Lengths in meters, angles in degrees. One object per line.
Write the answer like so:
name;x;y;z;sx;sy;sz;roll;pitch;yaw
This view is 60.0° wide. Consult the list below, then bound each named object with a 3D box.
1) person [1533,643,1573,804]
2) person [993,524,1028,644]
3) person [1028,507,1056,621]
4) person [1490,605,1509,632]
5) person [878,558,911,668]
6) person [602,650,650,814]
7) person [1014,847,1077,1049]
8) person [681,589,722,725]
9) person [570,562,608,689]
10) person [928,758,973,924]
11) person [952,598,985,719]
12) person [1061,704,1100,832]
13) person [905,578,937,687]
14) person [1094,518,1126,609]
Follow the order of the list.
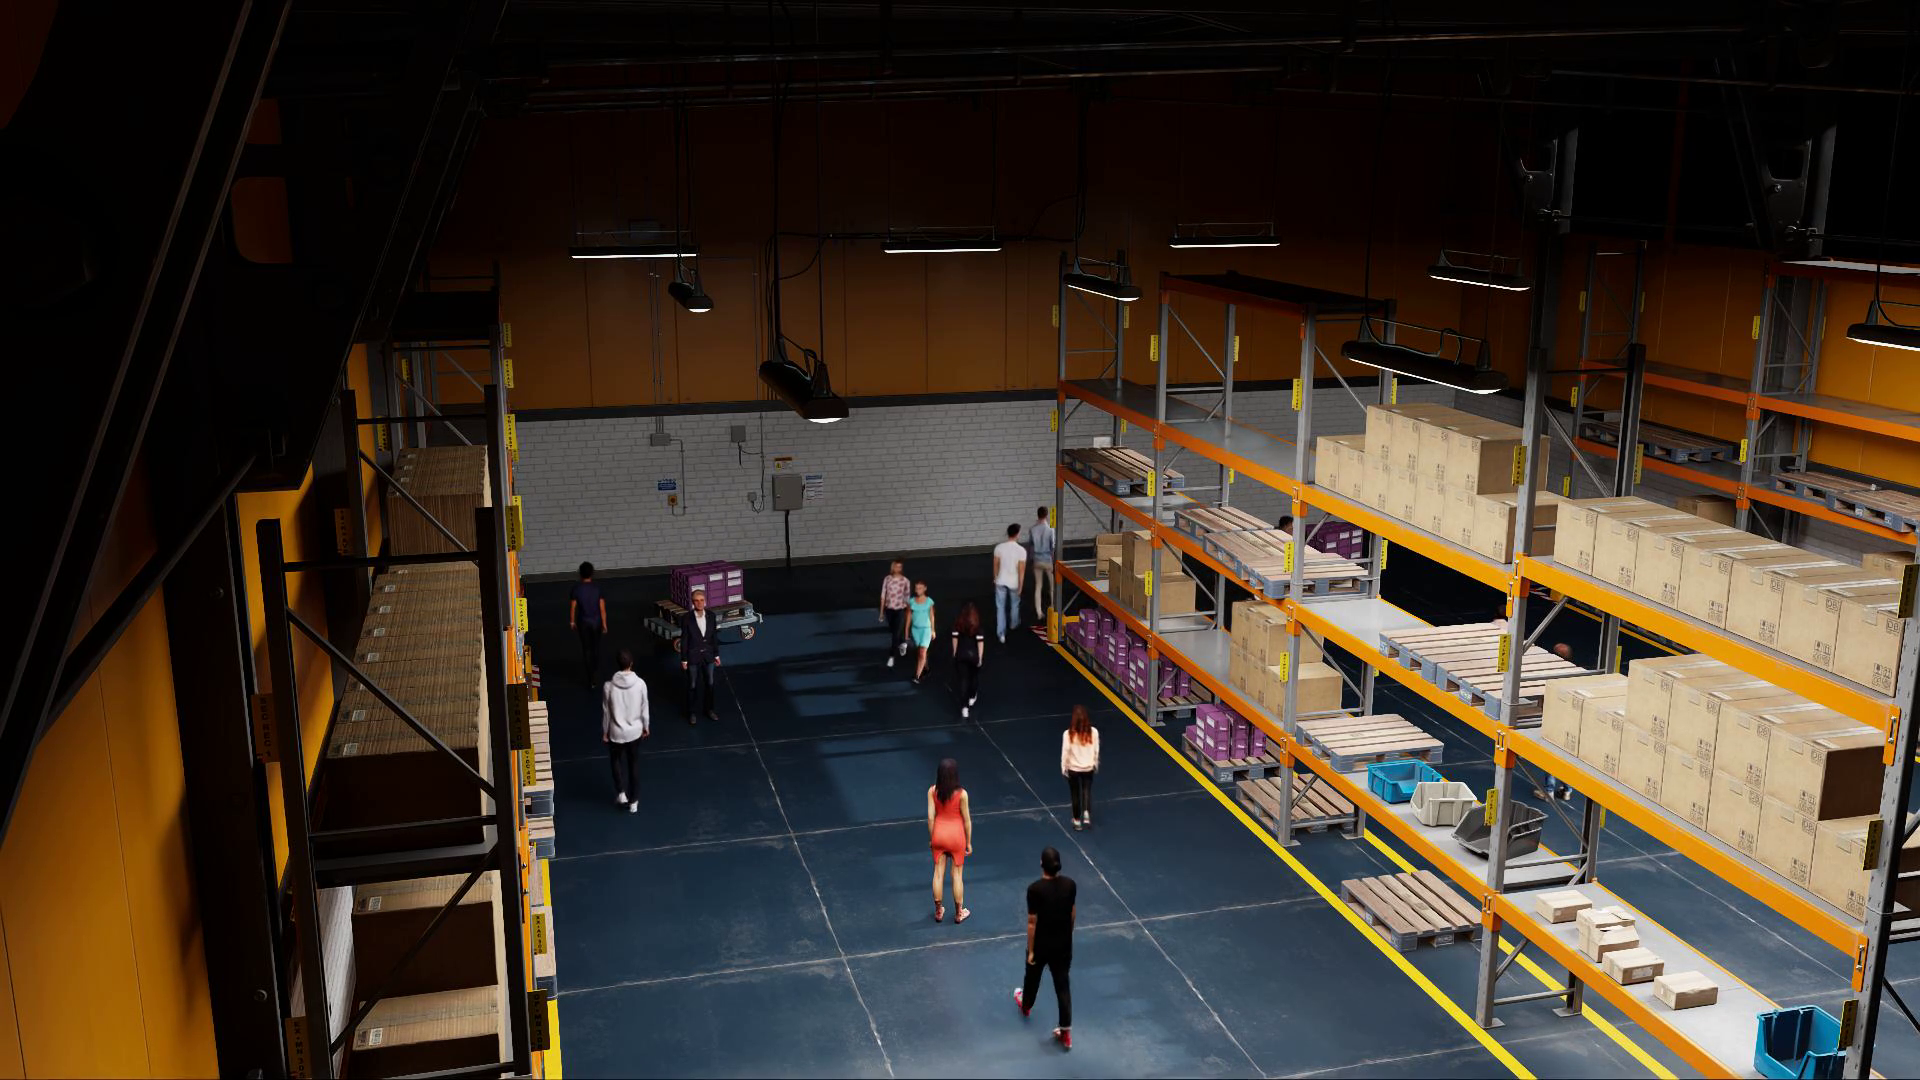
person;7.047;2.145;19.515;0.660;1.903;0.590;-3;14;-10
person;0.734;0.703;25.678;1.014;1.806;1.245;2;14;7
person;1.303;0.401;26.892;0.975;1.821;1.077;6;15;23
person;7.529;1.541;23.274;0.559;1.308;0.588;3;14;11
person;-0.933;1.040;24.725;0.969;1.599;1.172;3;14;14
person;-3.835;2.228;19.149;0.714;1.914;0.637;-4;14;-18
person;0.815;3.515;14.255;0.725;1.716;1.124;-5;15;-21
person;-3.469;1.530;22.245;0.703;1.815;0.628;-6;15;-22
person;-5.265;1.237;23.601;0.678;1.746;1.116;-4;14;-16
person;-0.112;2.972;16.491;0.669;1.719;0.668;3;14;12
person;0.086;1.613;22.364;0.877;1.597;1.181;2;14;8
person;1.370;2.576;18.654;0.599;1.471;0.588;-2;14;-9
person;-0.528;1.300;23.831;0.933;1.514;1.097;5;14;18
person;2.447;0.488;26.767;0.925;1.711;0.884;4;14;16
